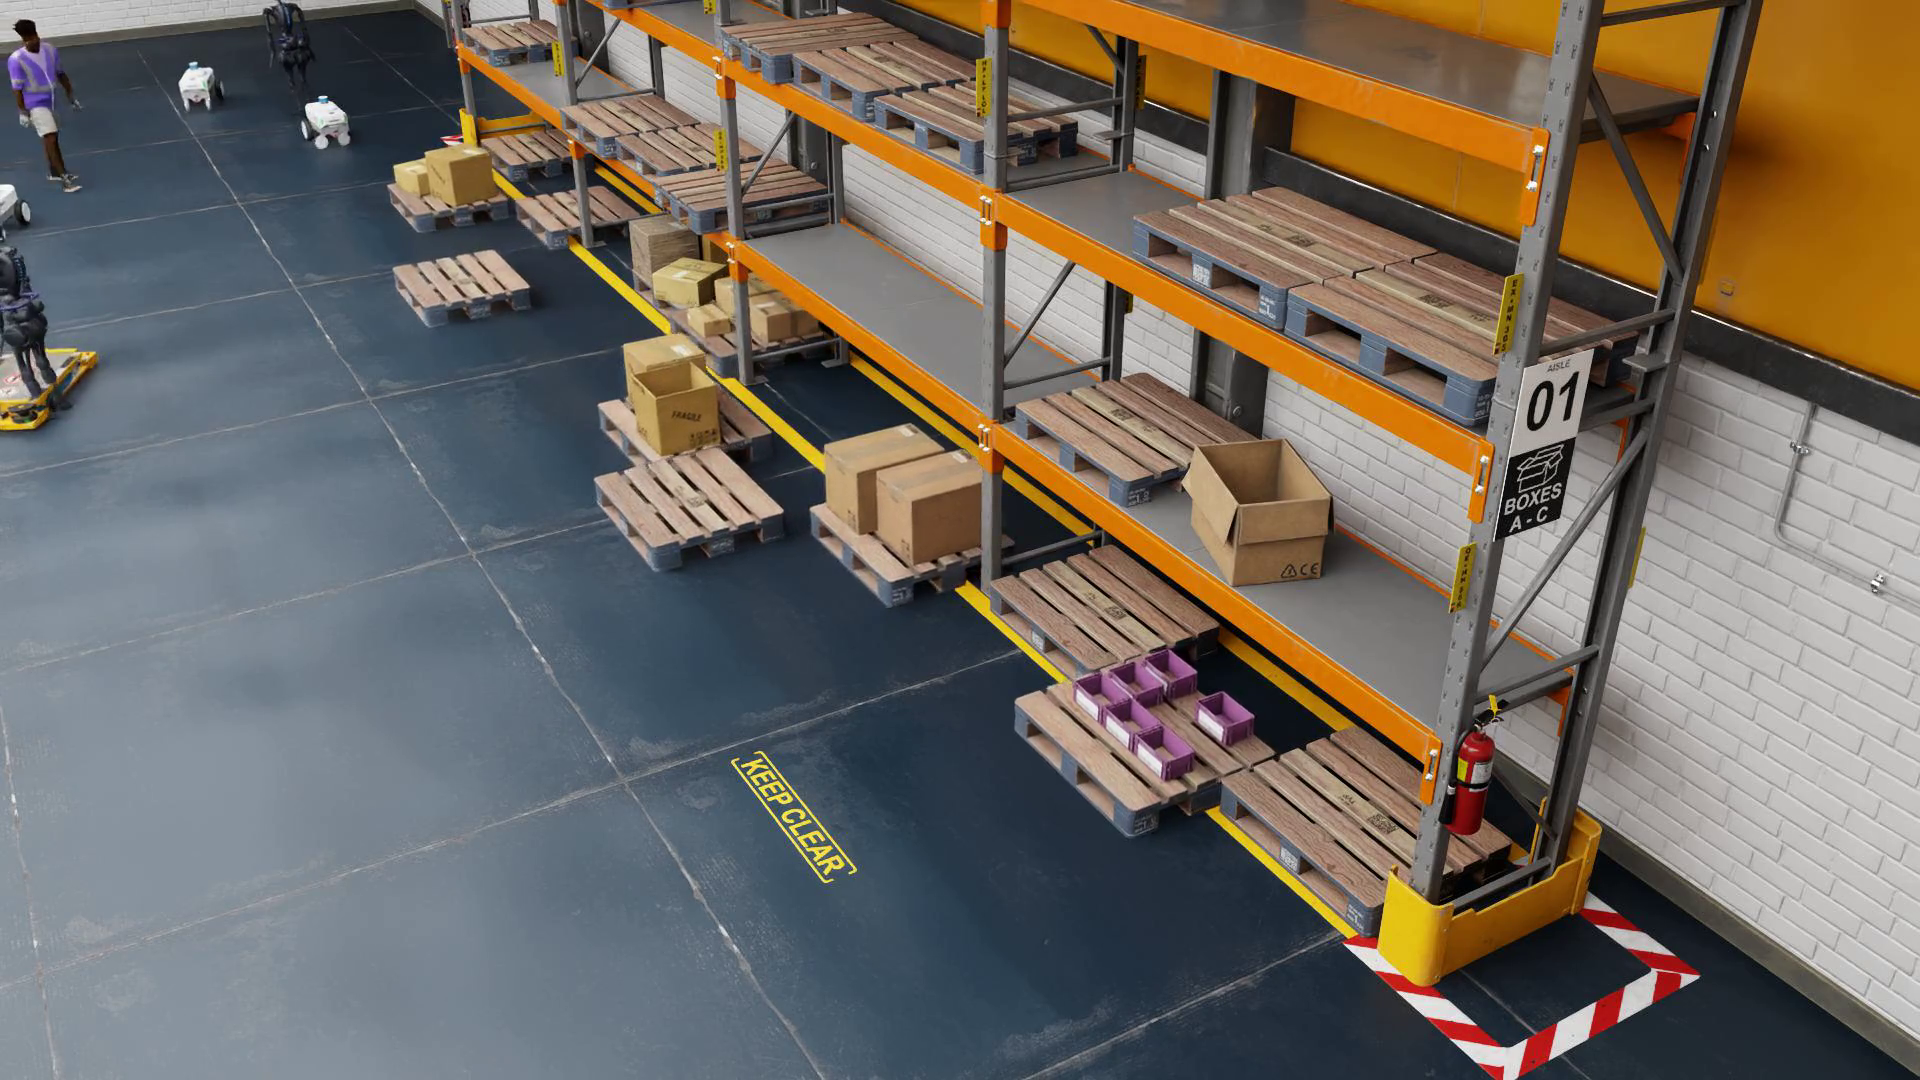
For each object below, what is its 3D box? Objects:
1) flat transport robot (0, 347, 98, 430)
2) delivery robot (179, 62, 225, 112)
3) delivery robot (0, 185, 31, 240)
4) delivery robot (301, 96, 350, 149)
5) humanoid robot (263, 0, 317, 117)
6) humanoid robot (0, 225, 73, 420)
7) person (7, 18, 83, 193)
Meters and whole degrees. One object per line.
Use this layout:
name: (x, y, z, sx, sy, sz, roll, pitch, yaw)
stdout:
flat transport robot: (-7.810, -1.286, 13.902, 0.659, 0.231, 1.431, -3, 30, -5)
delivery robot: (-10.031, -5.983, 21.918, 0.499, 0.608, 0.786, -7, 30, -12)
delivery robot: (-10.190, -3.482, 17.508, 0.514, 0.613, 0.785, -5, 30, -8)
delivery robot: (-7.799, -5.149, 20.451, 0.525, 0.614, 0.786, -18, 34, -29)
humanoid robot: (-8.564, -6.277, 21.309, 0.406, 1.645, 0.611, 23, 37, 35)
humanoid robot: (-7.530, -1.765, 13.323, 0.338, 1.648, 0.584, 0, 30, 1)
person: (-10.171, -4.861, 18.565, 0.879, 1.909, 0.690, 9, 31, 16)
